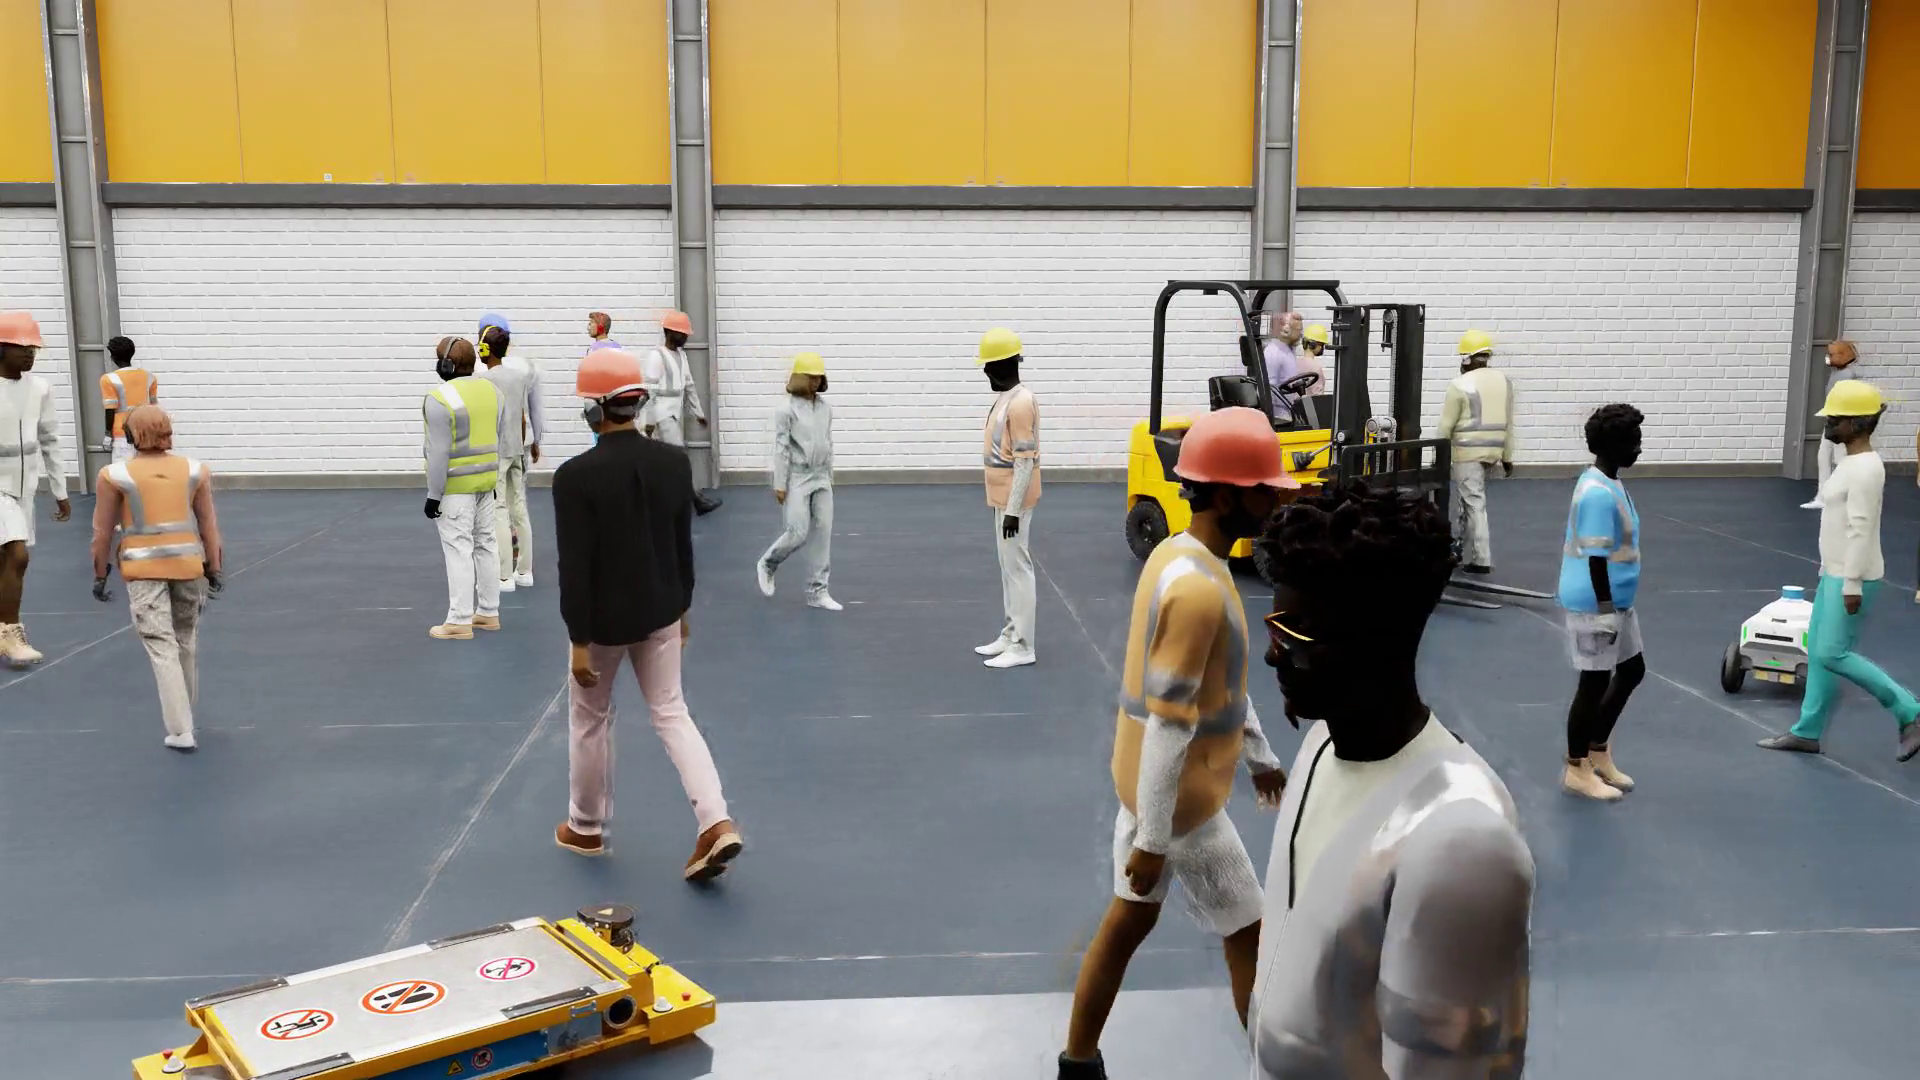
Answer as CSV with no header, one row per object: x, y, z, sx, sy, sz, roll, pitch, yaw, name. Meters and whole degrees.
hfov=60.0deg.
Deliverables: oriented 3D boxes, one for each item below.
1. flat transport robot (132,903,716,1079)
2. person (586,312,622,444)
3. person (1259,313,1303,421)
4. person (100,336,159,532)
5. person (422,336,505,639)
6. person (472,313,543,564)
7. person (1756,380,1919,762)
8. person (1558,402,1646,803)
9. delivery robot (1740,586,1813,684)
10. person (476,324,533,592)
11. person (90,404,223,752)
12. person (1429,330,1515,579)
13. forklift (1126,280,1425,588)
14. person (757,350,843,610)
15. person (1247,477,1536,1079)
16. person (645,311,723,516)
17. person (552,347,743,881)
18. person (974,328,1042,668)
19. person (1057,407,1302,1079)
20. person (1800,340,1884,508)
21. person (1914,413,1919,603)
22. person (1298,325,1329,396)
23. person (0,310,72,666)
-1.473,1.344,4.658,1.431,0.197,0.652,-7,11,-37,flat transport robot
-3.558,-1.360,16.691,0.378,1.848,0.569,2,9,14,person
2.908,-1.050,14.644,0.665,1.879,0.668,4,10,22,person
-7.149,-0.908,14.353,0.321,1.692,0.530,5,10,26,person
-3.053,-0.319,10.177,0.429,1.846,0.625,4,10,22,person
-3.483,-0.759,12.691,0.649,1.920,0.521,-8,12,-40,person
4.041,0.153,7.515,0.639,1.752,0.544,4,10,22,person
2.735,0.265,6.991,0.408,1.682,0.561,4,10,26,person
4.412,0.489,8.844,0.477,0.478,0.707,7,12,38,delivery robot
-3.232,-0.568,11.659,0.333,1.873,0.520,4,10,25,person
-3.824,0.164,7.865,0.788,1.600,0.528,8,12,41,person
3.719,-0.646,12.342,0.627,1.800,0.807,-5,10,-27,person
2.301,-0.860,12.475,1.214,2.155,2.313,-6,11,-35,forklift
-1.055,-0.399,11.047,0.577,1.728,0.493,8,12,40,person
0.540,0.887,2.306,0.520,1.940,0.627,-2,9,-11,person
-2.621,-1.156,15.321,0.989,1.870,0.578,3,9,16,person
-1.182,0.274,6.101,0.621,1.963,0.969,-8,12,-43,person
0.267,-0.235,9.421,0.381,1.917,0.585,-1,9,-6,person
0.668,0.617,4.155,0.965,1.890,0.561,0,9,0,person
8.346,-1.074,15.644,0.621,1.611,0.496,1,9,6,person
6.657,-0.468,11.106,0.345,1.847,0.504,-7,11,-36,person
3.237,-1.106,15.391,0.327,1.760,0.524,-2,9,-13,person
-5.325,-0.281,9.408,0.753,2.006,0.627,3,10,19,person
